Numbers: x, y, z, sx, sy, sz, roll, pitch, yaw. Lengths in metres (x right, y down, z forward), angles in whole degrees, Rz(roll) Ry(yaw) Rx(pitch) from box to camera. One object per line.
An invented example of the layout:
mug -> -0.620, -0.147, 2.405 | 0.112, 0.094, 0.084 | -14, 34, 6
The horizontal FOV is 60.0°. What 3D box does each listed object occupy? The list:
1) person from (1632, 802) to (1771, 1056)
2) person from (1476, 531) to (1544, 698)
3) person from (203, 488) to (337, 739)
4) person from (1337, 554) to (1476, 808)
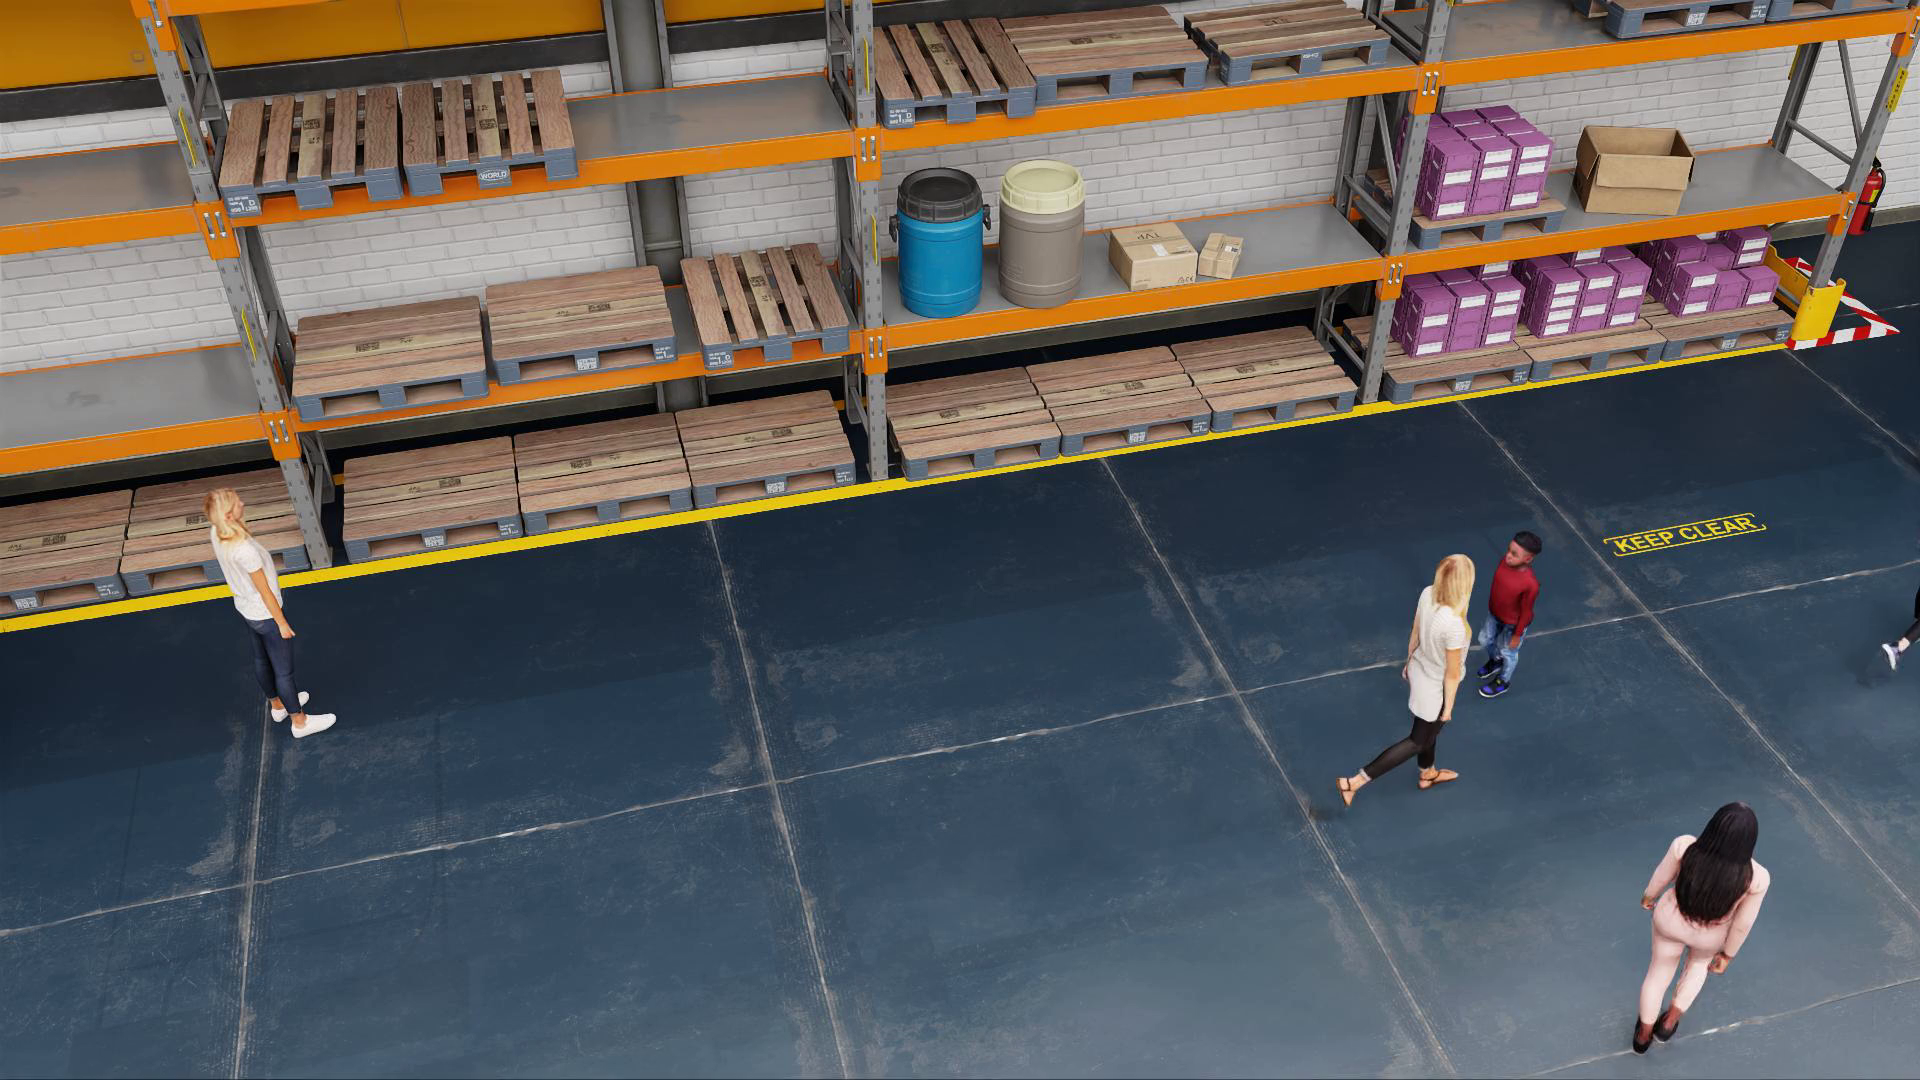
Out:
person -> 3.524, 1.946, 8.072 | 0.738, 1.707, 0.804 | 18, 42, 22
person -> 3.469, 0.443, 10.324 | 0.571, 1.244, 0.560 | -17, 42, -20
person -> -4.164, 0.432, 9.886 | 0.665, 1.809, 0.678 | 29, 47, 31
person -> 2.568, 0.842, 9.378 | 1.069, 1.803, 0.598 | -10, 40, -12
